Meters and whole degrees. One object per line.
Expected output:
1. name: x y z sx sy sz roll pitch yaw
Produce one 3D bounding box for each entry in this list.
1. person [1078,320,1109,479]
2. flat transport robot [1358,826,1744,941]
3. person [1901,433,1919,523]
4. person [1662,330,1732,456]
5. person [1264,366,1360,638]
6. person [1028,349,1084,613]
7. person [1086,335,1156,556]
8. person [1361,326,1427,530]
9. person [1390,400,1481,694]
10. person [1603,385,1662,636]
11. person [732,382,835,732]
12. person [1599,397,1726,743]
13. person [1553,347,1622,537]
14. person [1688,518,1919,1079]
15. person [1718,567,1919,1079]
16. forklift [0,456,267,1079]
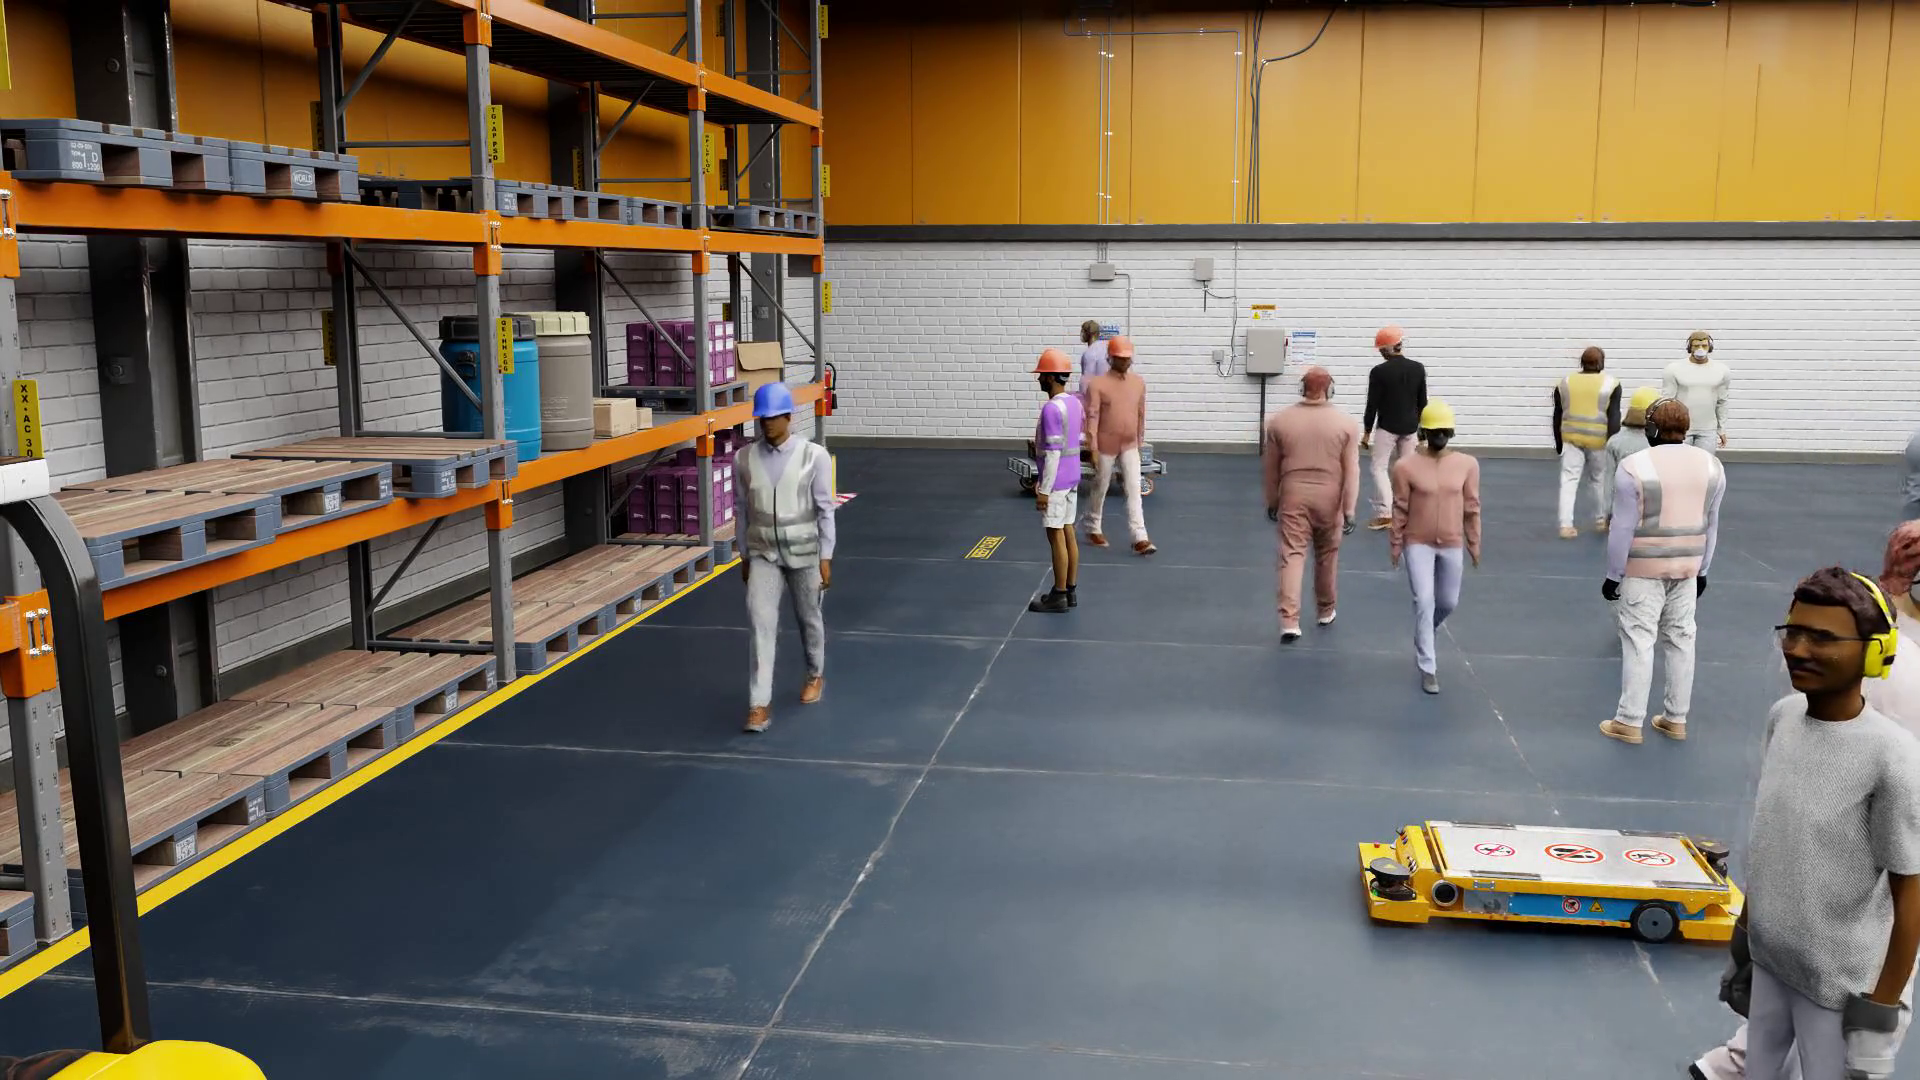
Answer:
1. person: 1.529 -1.679 19.982 0.697 1.913 0.670 3 10 18
2. flat transport robot: 2.325 1.321 6.541 1.431 0.197 0.652 1 9 9
3. person: 5.881 -0.035 9.891 0.637 1.909 0.916 -1 9 -7
4. person: 7.089 -1.056 16.076 0.635 1.938 0.354 1 9 9
5. person: 2.417 -0.267 11.470 0.663 1.857 0.989 3 10 20
6. person: 0.695 -0.431 12.218 0.362 1.939 0.542 4 10 23
7. person: 1.390 -0.841 14.756 0.648 1.936 1.047 -4 10 -22
8. person: 4.243 -1.070 16.124 0.682 1.963 0.458 -3 10 -19
9. person: 2.867 0.009 10.106 0.530 1.737 0.757 0 9 0
10. person: 4.623 -0.185 11.312 0.503 1.731 0.379 8 12 42
11. person: -0.974 0.058 9.326 0.610 1.903 0.993 1 9 9
12. person: 3.705 0.164 8.850 0.628 1.843 0.429 -2 9 -13
13. person: 5.935 -0.930 15.755 0.649 1.791 0.952 7 11 36
14. person: 2.359 0.861 4.427 0.525 1.882 0.692 2 9 13
15. person: 1.880 0.981 3.708 0.321 1.876 0.532 -1 9 -9
16. forklift: -2.328 0.975 2.765 2.313 2.155 1.214 1 9 9
